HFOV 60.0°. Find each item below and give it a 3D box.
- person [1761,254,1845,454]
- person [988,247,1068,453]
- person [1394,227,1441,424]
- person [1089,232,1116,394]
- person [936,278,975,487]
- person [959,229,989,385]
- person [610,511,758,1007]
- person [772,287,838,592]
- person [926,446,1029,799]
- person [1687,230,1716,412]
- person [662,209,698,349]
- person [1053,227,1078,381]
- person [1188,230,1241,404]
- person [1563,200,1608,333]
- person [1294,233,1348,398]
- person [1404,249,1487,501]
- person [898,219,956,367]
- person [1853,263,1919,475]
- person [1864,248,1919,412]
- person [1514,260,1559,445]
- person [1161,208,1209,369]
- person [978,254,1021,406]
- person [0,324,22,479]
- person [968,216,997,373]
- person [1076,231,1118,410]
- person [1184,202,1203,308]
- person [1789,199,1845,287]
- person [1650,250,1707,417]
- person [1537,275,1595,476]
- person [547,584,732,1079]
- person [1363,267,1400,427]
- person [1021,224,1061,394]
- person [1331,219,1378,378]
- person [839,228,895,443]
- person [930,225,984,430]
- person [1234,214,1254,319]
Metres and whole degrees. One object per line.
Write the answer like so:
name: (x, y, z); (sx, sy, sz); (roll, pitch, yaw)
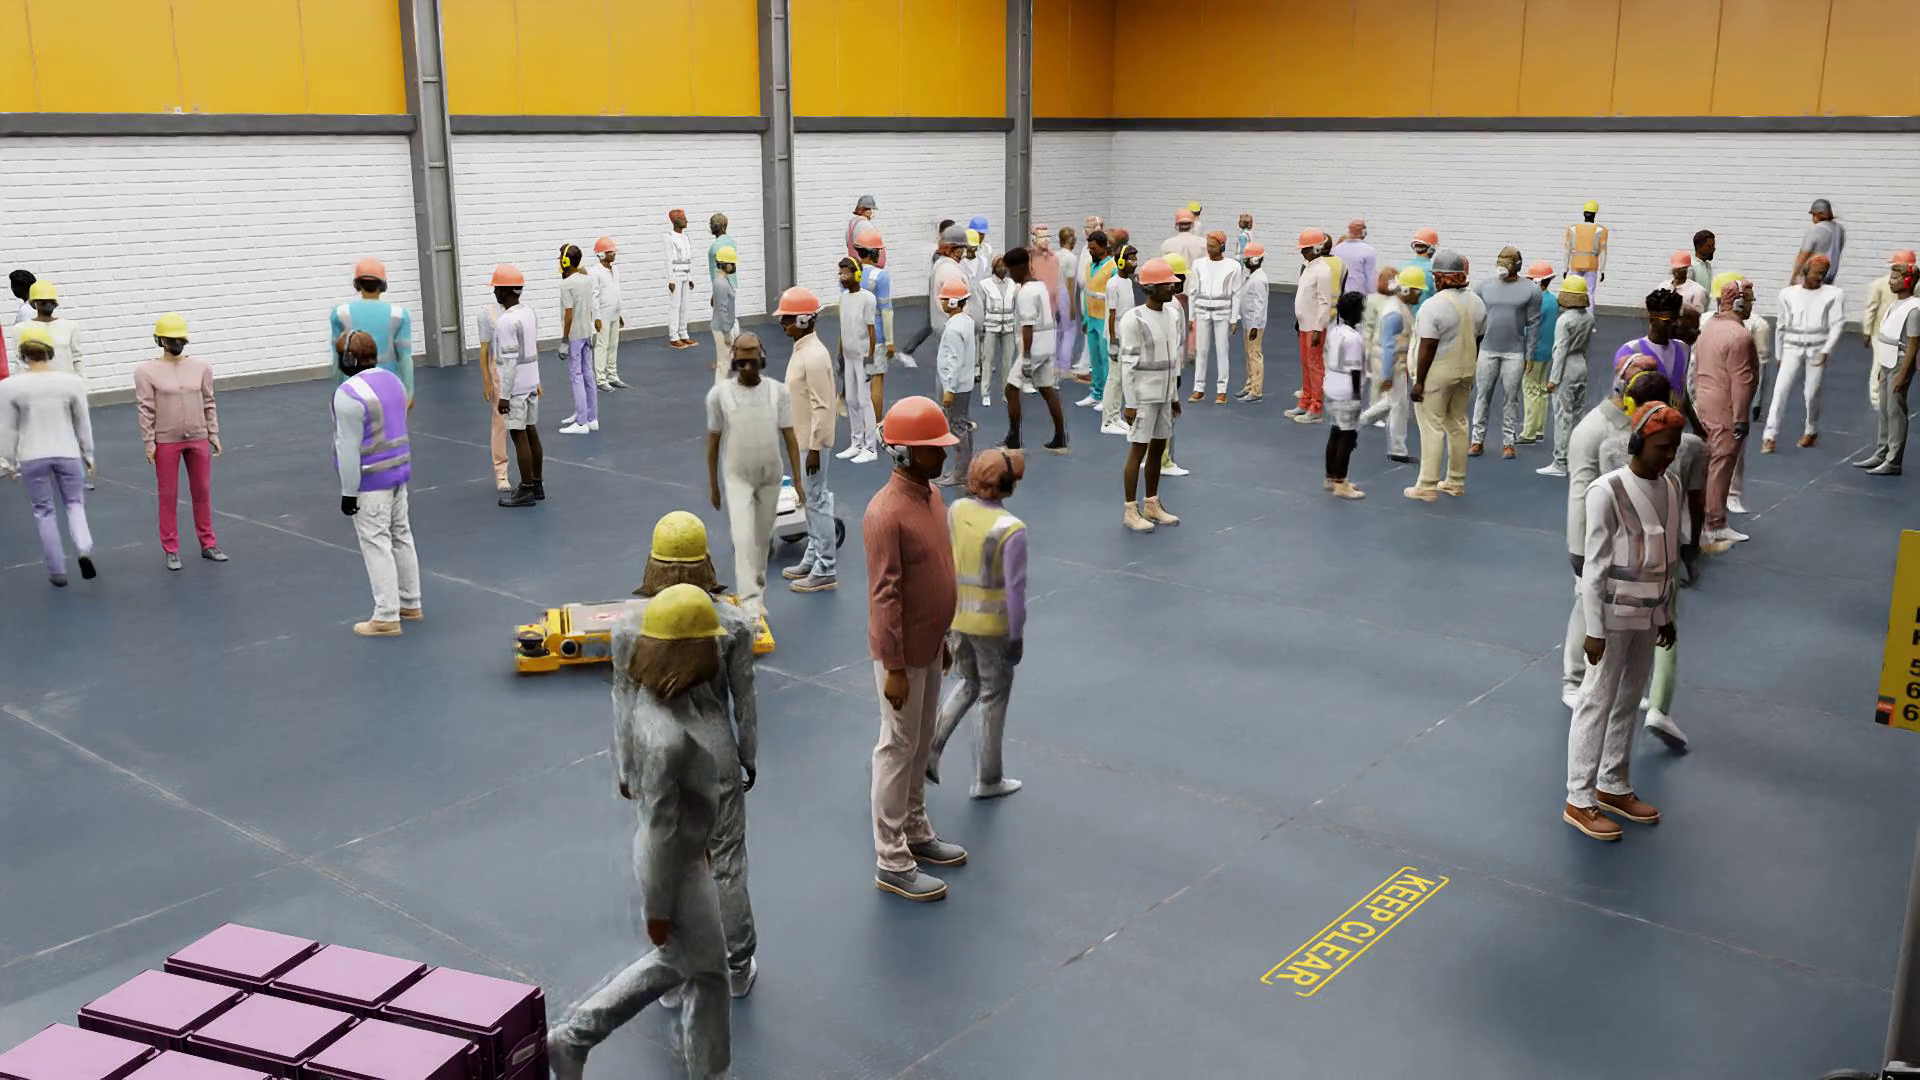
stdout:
person: (7.897, -1.738, 15.535); (0.579, 1.853, 0.766); (9, 17, 31)
person: (0.626, -1.735, 15.361); (0.820, 1.910, 0.732); (5, 15, 20)
person: (4.701, -2.185, 17.002); (0.386, 1.993, 0.611); (-13, 19, -41)
person: (1.672, -2.537, 18.723); (0.331, 1.837, 0.520); (-3, 14, -10)
person: (-0.046, -1.327, 14.056); (0.327, 1.752, 0.562); (3, 14, 10)
person: (0.106, -2.712, 19.447); (0.588, 1.827, 0.404); (-7, 16, -27)
person: (-0.942, 0.756, 5.754); (0.492, 1.742, 0.323); (-4, 14, -14)
person: (-1.010, -0.657, 10.893); (0.397, 1.992, 0.623); (-3, 14, -13)
person: (0.061, 0.392, 7.451); (0.463, 1.619, 0.536); (-11, 18, -38)
person: (7.843, -2.346, 17.798); (0.392, 1.919, 0.592); (12, 18, 39)
person: (-3.837, -3.577, 22.787); (0.355, 1.884, 0.576); (5, 15, 19)
person: (1.274, -2.842, 19.986); (0.433, 1.816, 0.550); (-7, 16, -25)
person: (2.775, -2.435, 18.228); (0.575, 1.883, 0.355); (6, 15, 22)
person: (9.148, -3.992, 24.356); (0.595, 1.925, 0.373); (8, 16, 28)
person: (3.994, -2.493, 18.542); (0.621, 1.845, 0.429); (-8, 16, -28)
person: (3.902, -1.347, 13.558); (0.688, 2.000, 0.536); (-9, 16, -31)
person: (-0.299, -3.081, 20.850); (0.982, 1.872, 0.593); (2, 14, 9)
person: (8.167, -1.482, 14.490); (0.390, 1.847, 0.563); (3, 14, 12)
person: (9.940, -2.254, 17.796); (0.585, 1.732, 0.529); (0, 14, 1)
person: (5.478, -1.784, 15.883); (0.330, 1.751, 0.563); (11, 18, 38)
person: (2.814, -3.169, 20.947); (0.632, 1.974, 0.658); (1, 14, 2)
person: (0.427, -2.280, 18.092); (0.511, 1.644, 0.307); (-4, 15, -16)
person: (-8.436, -1.404, 14.399); (0.354, 1.736, 0.580); (-12, 18, -40)
person: (0.196, -2.978, 20.304); (0.618, 1.933, 0.420); (-13, 19, -42)
person: (1.525, -2.357, 17.839); (0.373, 1.917, 0.595); (-8, 16, -28)
person: (3.888, -4.731, 27.659); (0.339, 1.761, 0.524); (1, 14, 3)
person: (11.785, -3.712, 23.008); (0.713, 2.000, 0.598); (-8, 16, -29)
person: (7.362, -2.106, 17.174); (0.345, 1.747, 0.573); (-9, 17, -31)
person: (5.285, -1.429, 14.486); (0.484, 1.744, 0.296); (-11, 18, -38)
person: (-0.917, 0.971, 4.936); (0.659, 1.725, 0.494); (-3, 14, -11)
person: (4.310, -1.951, 16.825); (0.518, 1.618, 0.366); (-4, 15, -15)
person: (0.912, -2.637, 18.985); (0.641, 1.909, 0.409); (-12, 18, -40)
person: (4.770, -2.910, 20.078); (0.403, 1.908, 0.637); (-11, 18, -38)
person: (-0.868, -1.961, 16.002); (0.605, 2.045, 0.377); (11, 17, 36)
person: (-0.027, -2.131, 16.688); (0.538, 2.000, 0.684); (-3, 14, -13)
person: (4.461, -4.288, 26.112); (0.307, 1.645, 0.519); (5, 15, 19)
